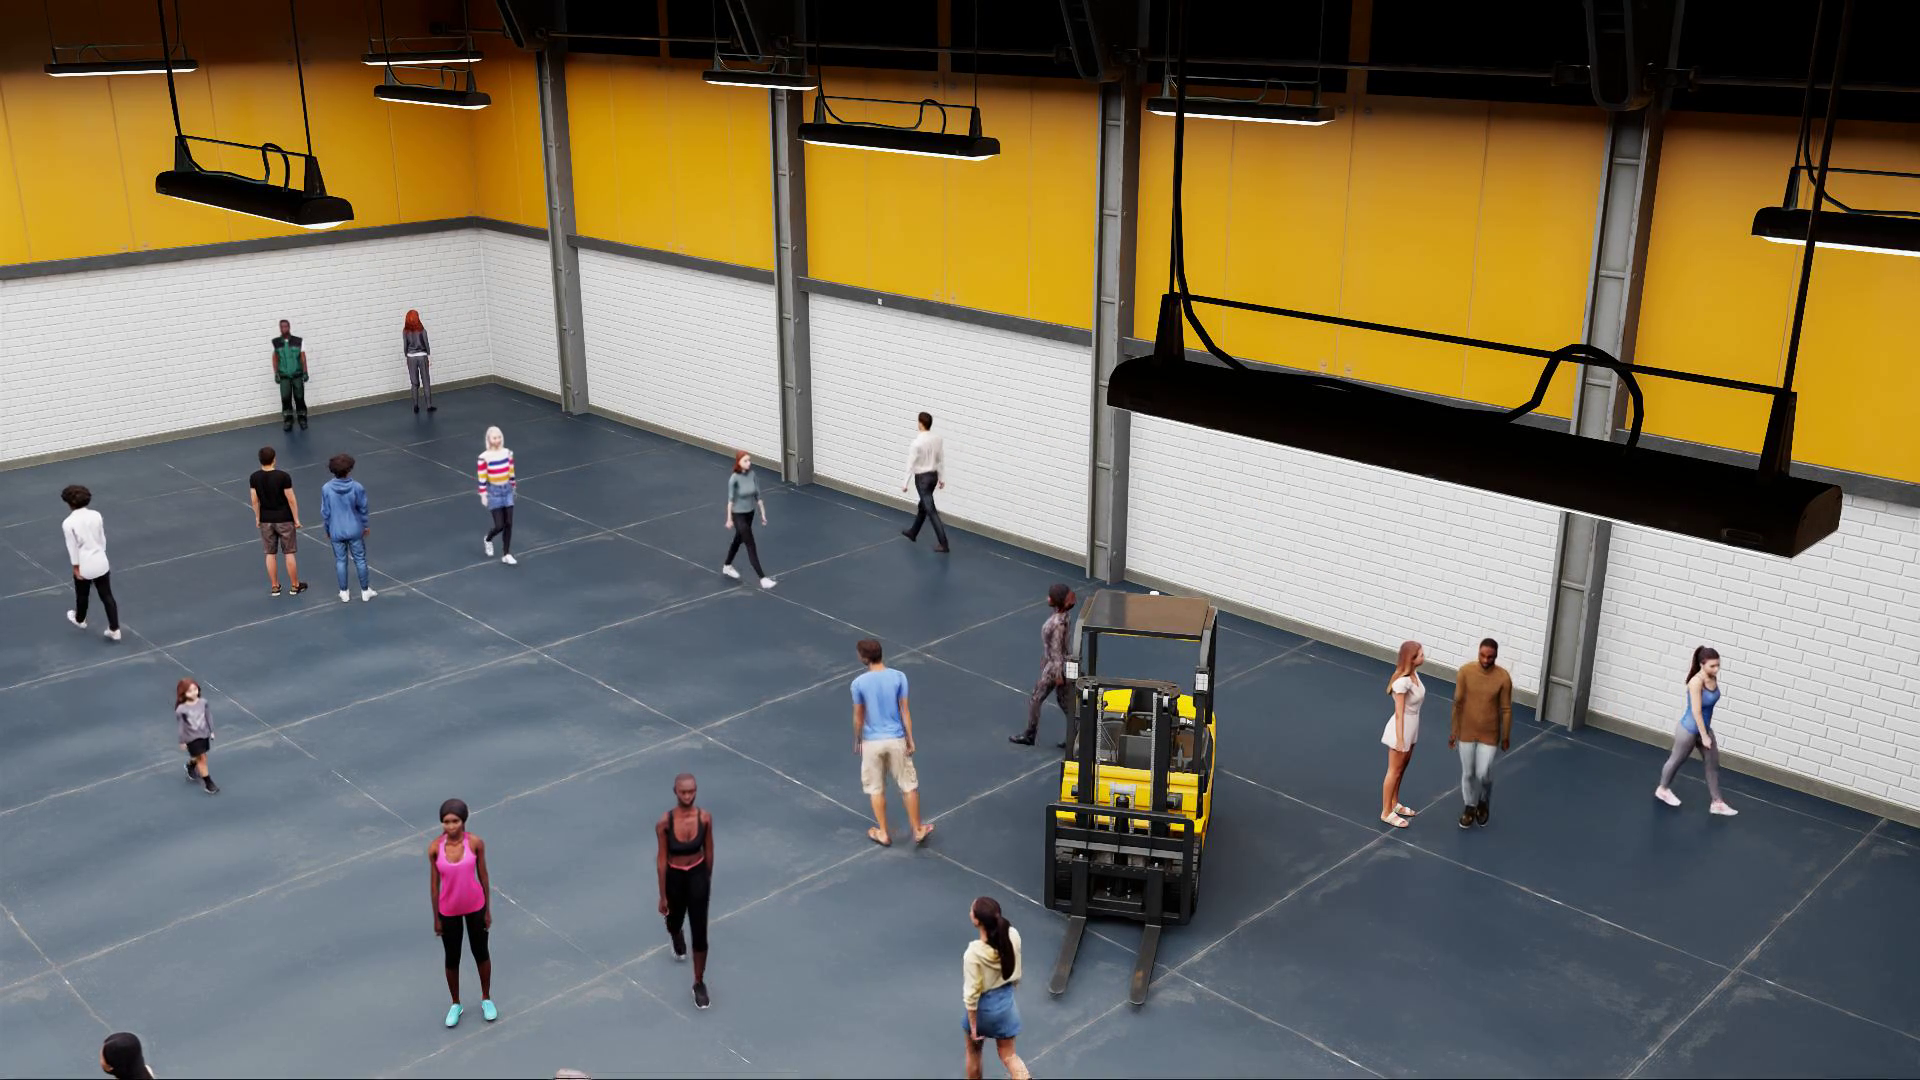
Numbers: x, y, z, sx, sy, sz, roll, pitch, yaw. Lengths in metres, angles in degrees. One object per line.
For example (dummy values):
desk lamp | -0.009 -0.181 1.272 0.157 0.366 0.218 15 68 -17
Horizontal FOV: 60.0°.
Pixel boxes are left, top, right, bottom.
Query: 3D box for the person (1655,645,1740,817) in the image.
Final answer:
person | 6.457 1.675 14.786 0.662 1.573 0.992 -13 23 -35

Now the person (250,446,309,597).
person | -8.240 -0.241 20.024 0.764 1.861 0.802 -2 19 -5

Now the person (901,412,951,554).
person | -0.372 -0.699 21.445 0.707 1.822 1.210 -17 25 -40

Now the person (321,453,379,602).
person | -7.322 -0.149 19.836 0.781 1.806 0.798 -6 19 -16

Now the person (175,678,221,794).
person | -7.038 1.768 15.266 0.811 1.090 0.575 11 22 30

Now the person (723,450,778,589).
person | -2.697 -0.252 20.335 1.209 1.683 0.679 15 23 37

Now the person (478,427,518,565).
person | -5.886 -0.580 21.128 0.788 1.799 0.662 17 25 40

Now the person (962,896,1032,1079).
person | 0.260 3.047 10.657 0.762 1.608 1.072 -13 22 -33

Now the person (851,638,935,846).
person | -0.607 1.746 14.180 0.958 1.826 0.952 1 19 3

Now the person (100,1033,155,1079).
person | -4.476 3.473 9.131 0.863 1.774 0.790 -3 19 -8

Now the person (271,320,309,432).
person | -11.045 -2.726 27.437 0.770 1.839 0.750 -7 20 -19

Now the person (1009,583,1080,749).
person | 1.025 1.243 15.891 1.035 1.687 0.879 5 19 13

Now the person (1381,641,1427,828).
person | 3.889 1.671 14.609 0.618 1.695 0.623 11 21 29

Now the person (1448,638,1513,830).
person | 4.544 1.642 14.537 0.661 1.794 0.771 10 21 27

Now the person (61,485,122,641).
person | -9.674 0.288 18.609 1.133 1.761 0.734 13 23 34

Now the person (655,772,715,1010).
person | -2.016 2.476 12.156 0.921 1.733 1.148 -6 19 -16

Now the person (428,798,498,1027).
person | -3.520 2.611 11.770 0.651 1.723 0.689 -5 19 -14

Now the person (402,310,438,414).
person | -9.321 -3.080 28.583 0.645 1.779 0.695 -1 19 -2
